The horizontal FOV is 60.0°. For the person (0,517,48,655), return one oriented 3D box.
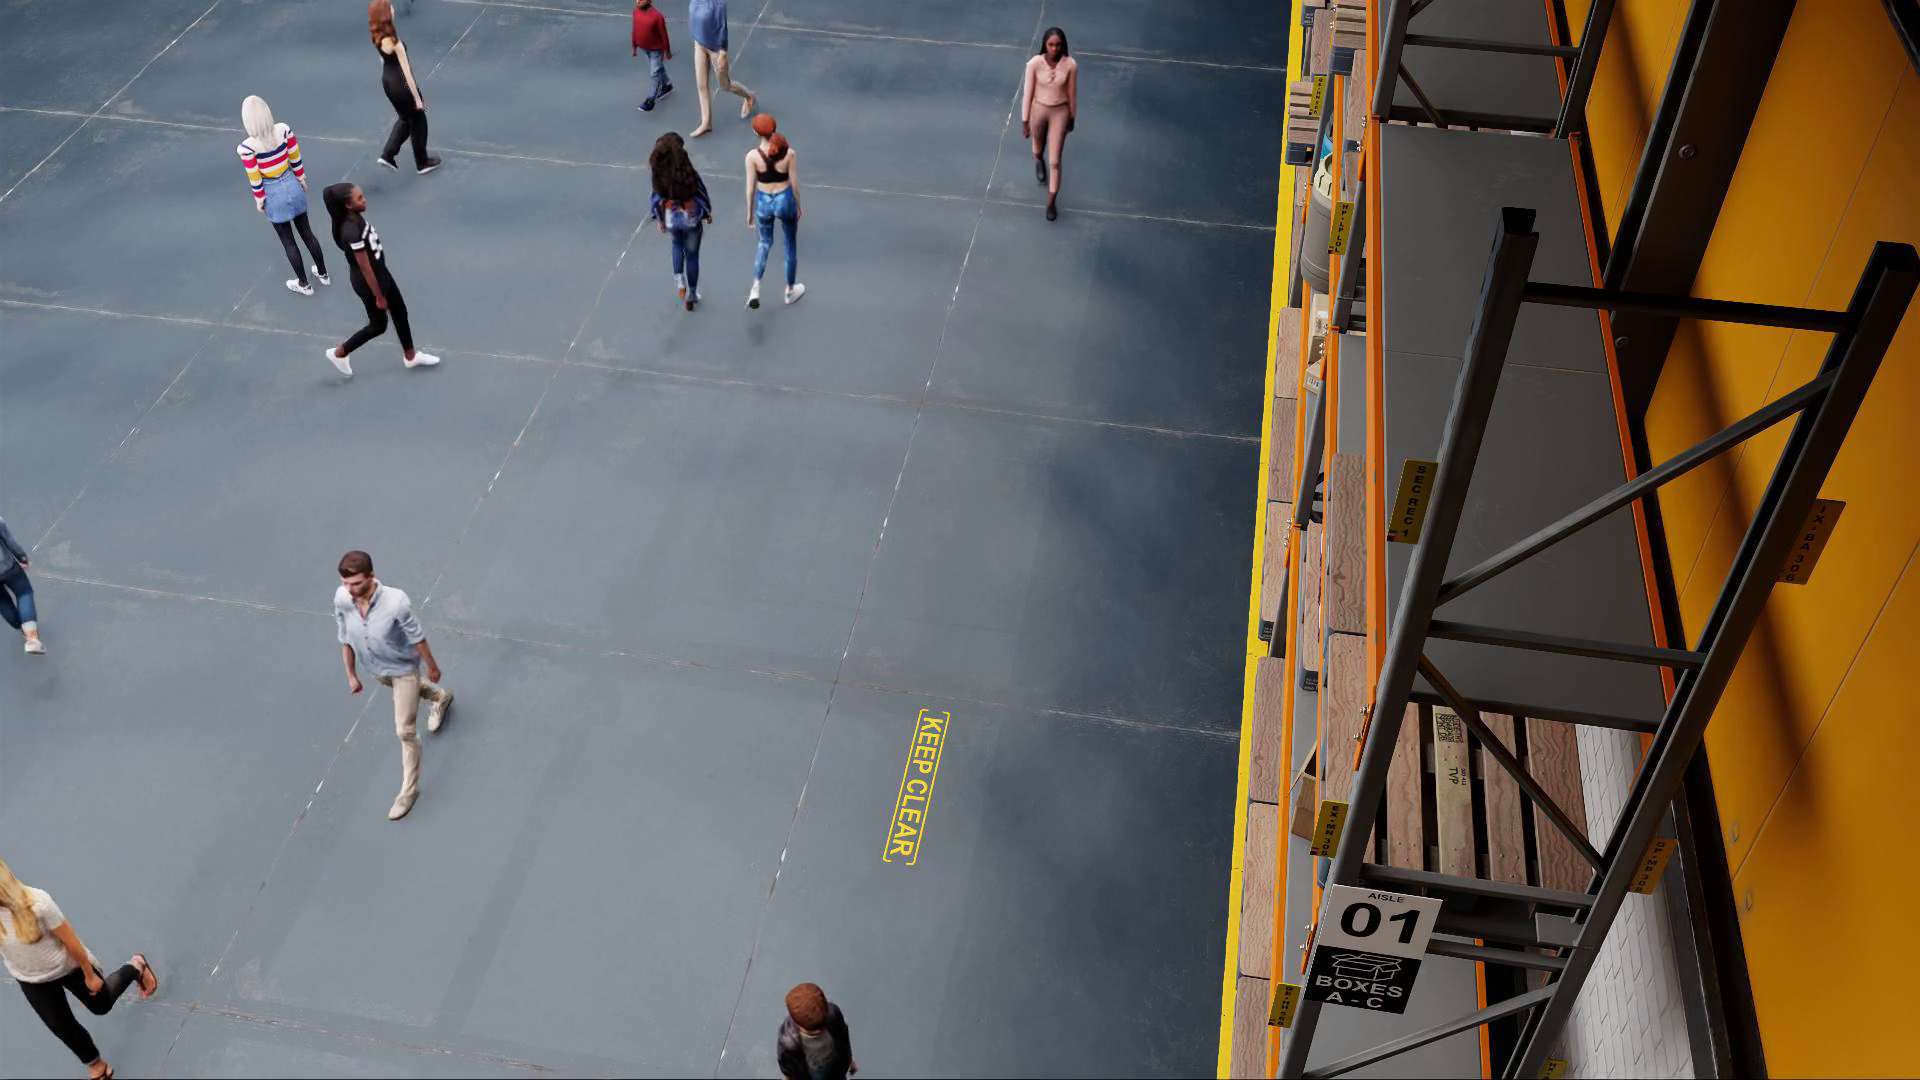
[{"bbox_3d":[-6.254,0.230,10.761,0.787,1.465,0.869,-19,47,-19],"label":"person"}]

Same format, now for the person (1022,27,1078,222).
[{"bbox_3d":[0.784,-3.785,14.818,0.765,1.683,1.198,1,44,1],"label":"person"}]

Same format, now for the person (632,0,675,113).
[{"bbox_3d":[-2.971,-4.859,16.274,0.711,1.230,0.922,23,48,22],"label":"person"}]

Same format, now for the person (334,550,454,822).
[{"bbox_3d":[-3.377,0.692,10.033,0.718,1.801,1.241,9,44,10],"label":"person"}]

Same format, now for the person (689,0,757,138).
[{"bbox_3d":[-2.293,-4.668,15.756,0.942,1.679,1.106,29,51,27],"label":"person"}]

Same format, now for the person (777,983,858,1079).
[{"bbox_3d":[-0.722,2.610,8.288,0.883,1.432,0.886,-32,52,-29],"label":"person"}]

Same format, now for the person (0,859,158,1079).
[{"bbox_3d":[-4.592,2.117,8.534,0.756,1.806,1.086,-1,44,-1],"label":"person"}]

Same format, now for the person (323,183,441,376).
[{"bbox_3d":[-4.646,-1.968,12.893,0.930,1.707,1.076,-9,44,-9],"label":"person"}]

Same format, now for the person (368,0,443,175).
[{"bbox_3d":[-5.146,-4.056,15.067,0.829,1.732,0.947,31,51,28],"label":"person"}]

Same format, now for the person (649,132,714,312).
[{"bbox_3d":[-2.281,-2.566,13.589,0.625,1.613,0.590,9,44,9],"label":"person"}]

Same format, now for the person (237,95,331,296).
[{"bbox_3d":[-5.600,-2.857,13.752,0.784,1.809,0.638,28,50,26],"label":"person"}]

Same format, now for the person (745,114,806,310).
[{"bbox_3d":[-1.537,-2.614,13.530,0.634,1.775,0.855,2,44,3],"label":"person"}]
